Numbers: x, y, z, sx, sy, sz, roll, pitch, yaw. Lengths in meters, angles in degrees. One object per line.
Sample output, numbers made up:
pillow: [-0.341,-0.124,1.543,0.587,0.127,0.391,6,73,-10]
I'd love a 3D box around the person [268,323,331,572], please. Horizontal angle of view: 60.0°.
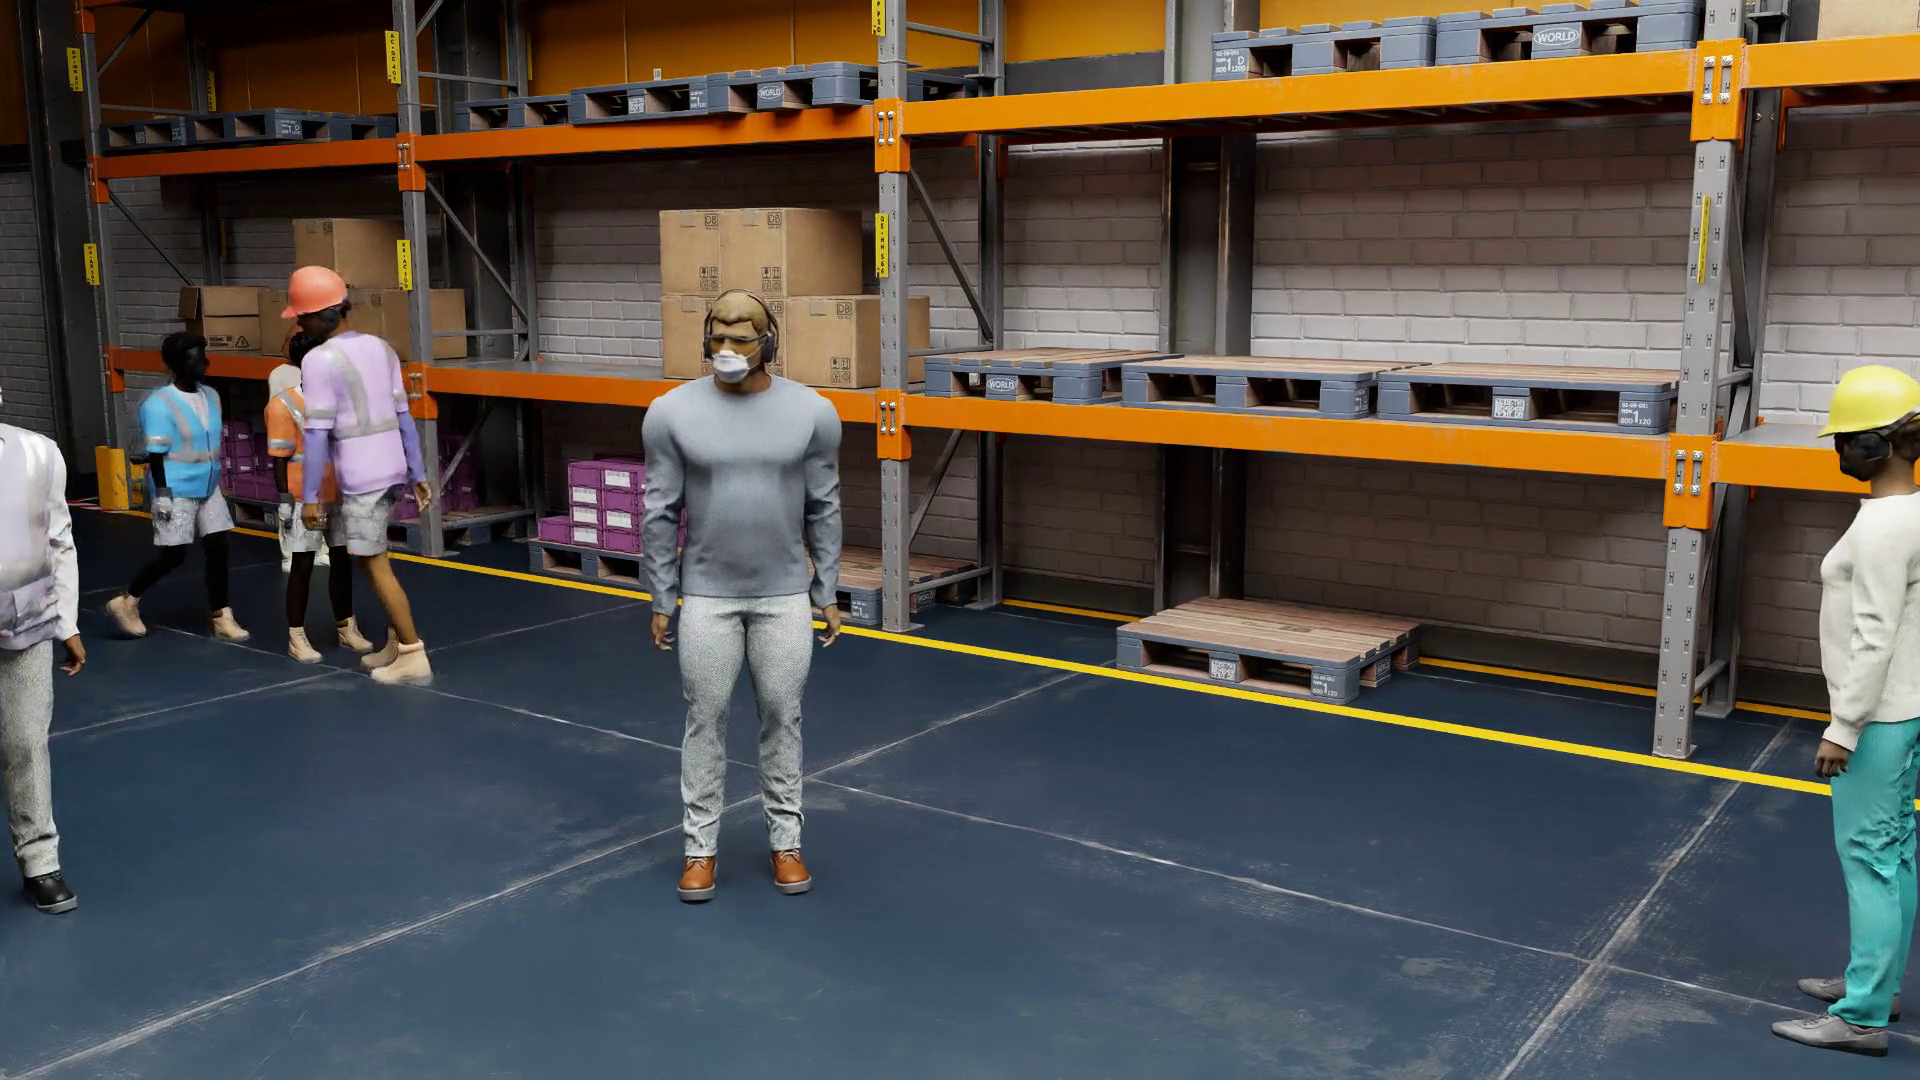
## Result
person: [-4.257,-0.594,10.819,0.284,1.627,0.493,5,11,26]

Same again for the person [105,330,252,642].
person: [-4.144,-0.274,8.771,0.671,1.671,0.543,3,10,17]

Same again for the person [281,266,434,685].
person: [-2.816,-0.284,7.853,0.635,1.994,0.624,2,10,9]

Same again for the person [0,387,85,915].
person: [-2.968,0.273,5.028,0.595,1.831,0.403,-8,13,-41]

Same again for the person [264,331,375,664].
person: [-3.238,-0.219,8.406,0.321,1.688,0.534,6,11,31]

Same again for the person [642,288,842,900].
person: [-0.680,0.179,5.282,0.632,1.936,0.359,-2,10,-10]

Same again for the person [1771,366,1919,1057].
person: [2.321,0.438,4.274,0.327,1.760,0.523,8,12,39]
